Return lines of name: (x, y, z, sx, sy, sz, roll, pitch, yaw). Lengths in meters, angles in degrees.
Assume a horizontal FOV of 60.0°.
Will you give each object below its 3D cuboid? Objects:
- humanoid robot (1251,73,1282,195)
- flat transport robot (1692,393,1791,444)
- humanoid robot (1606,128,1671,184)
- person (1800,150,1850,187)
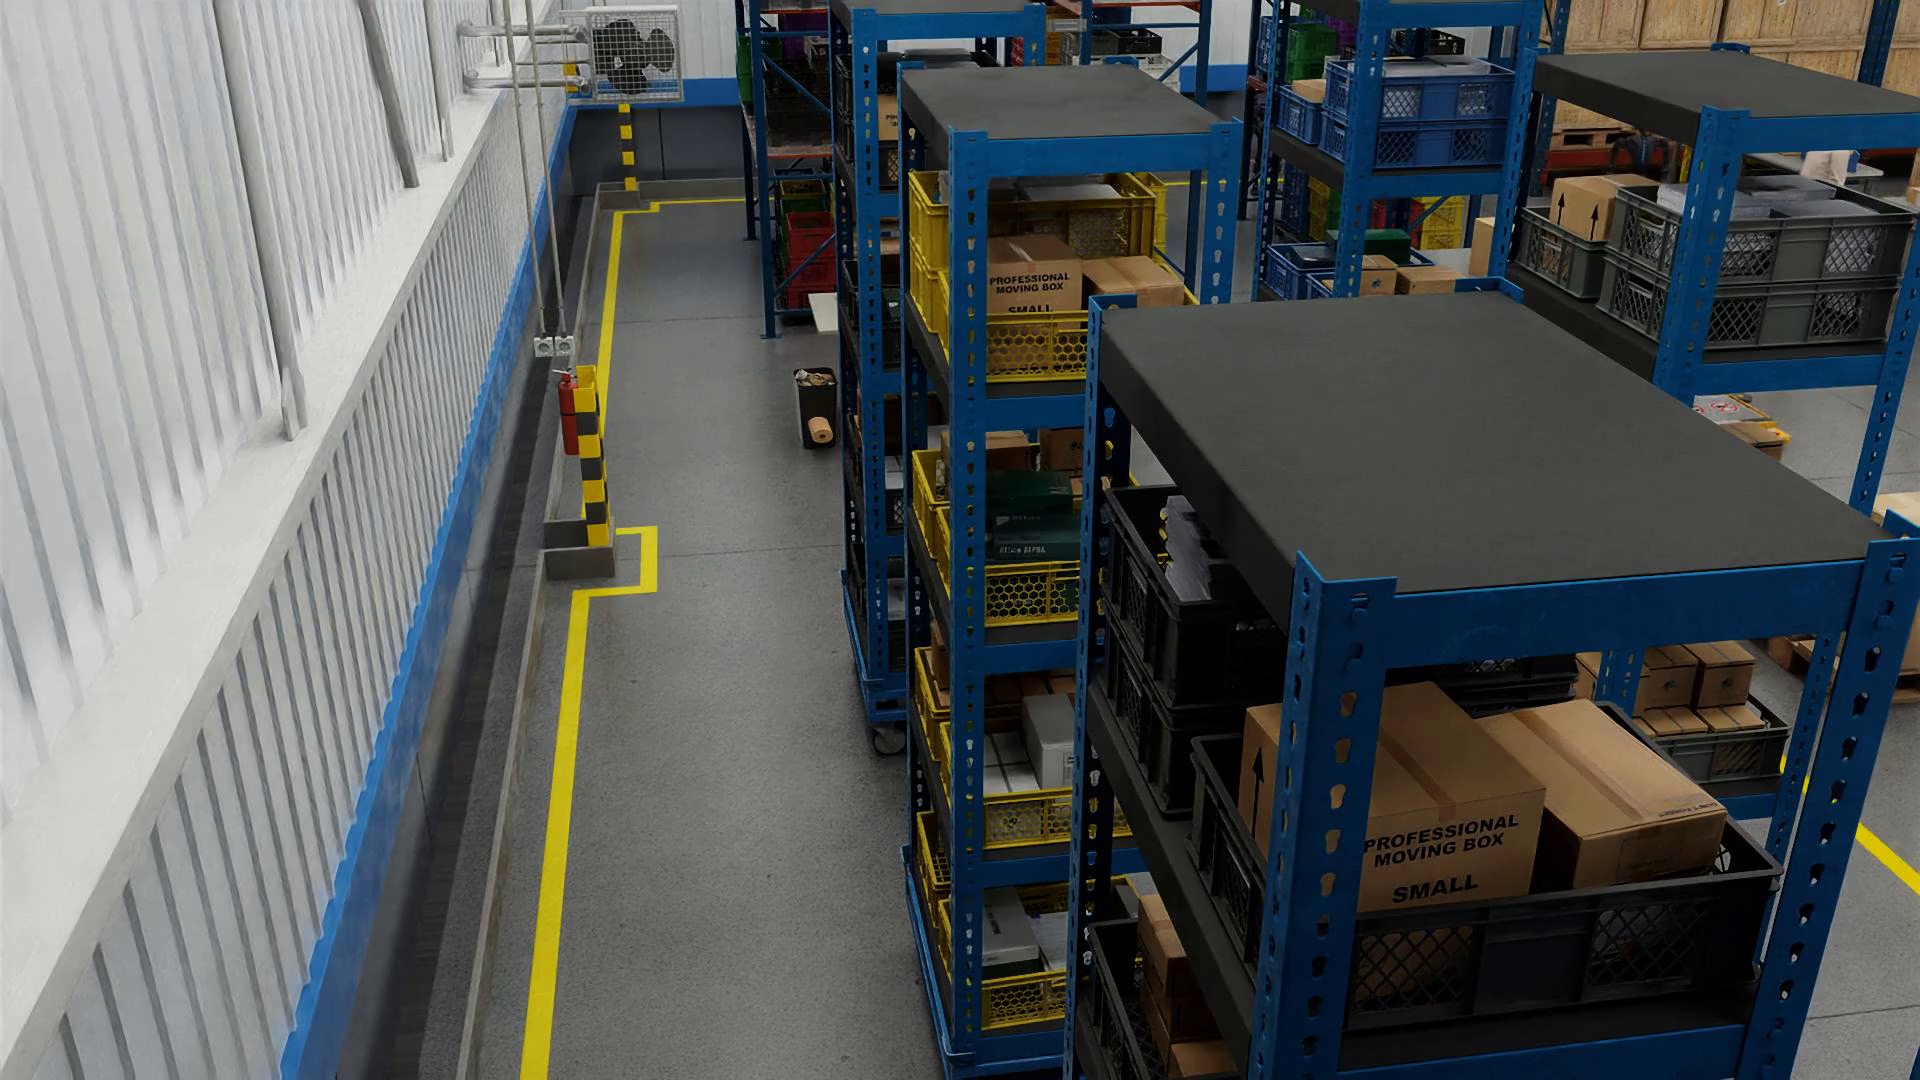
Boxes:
humanoid robot: (3.577, -4.782, 18.988, 0.586, 1.660, 0.331, -4, 25, -9)
flat transport robot: (5.224, -0.859, 12.132, 1.431, 0.197, 0.652, -4, 25, -8)
humanoid robot: (6.408, -3.245, 15.756, 0.599, 1.646, 0.774, 4, 25, 9)
person: (7.480, -2.915, 14.570, 0.389, 1.995, 0.610, 3, 25, 7)
